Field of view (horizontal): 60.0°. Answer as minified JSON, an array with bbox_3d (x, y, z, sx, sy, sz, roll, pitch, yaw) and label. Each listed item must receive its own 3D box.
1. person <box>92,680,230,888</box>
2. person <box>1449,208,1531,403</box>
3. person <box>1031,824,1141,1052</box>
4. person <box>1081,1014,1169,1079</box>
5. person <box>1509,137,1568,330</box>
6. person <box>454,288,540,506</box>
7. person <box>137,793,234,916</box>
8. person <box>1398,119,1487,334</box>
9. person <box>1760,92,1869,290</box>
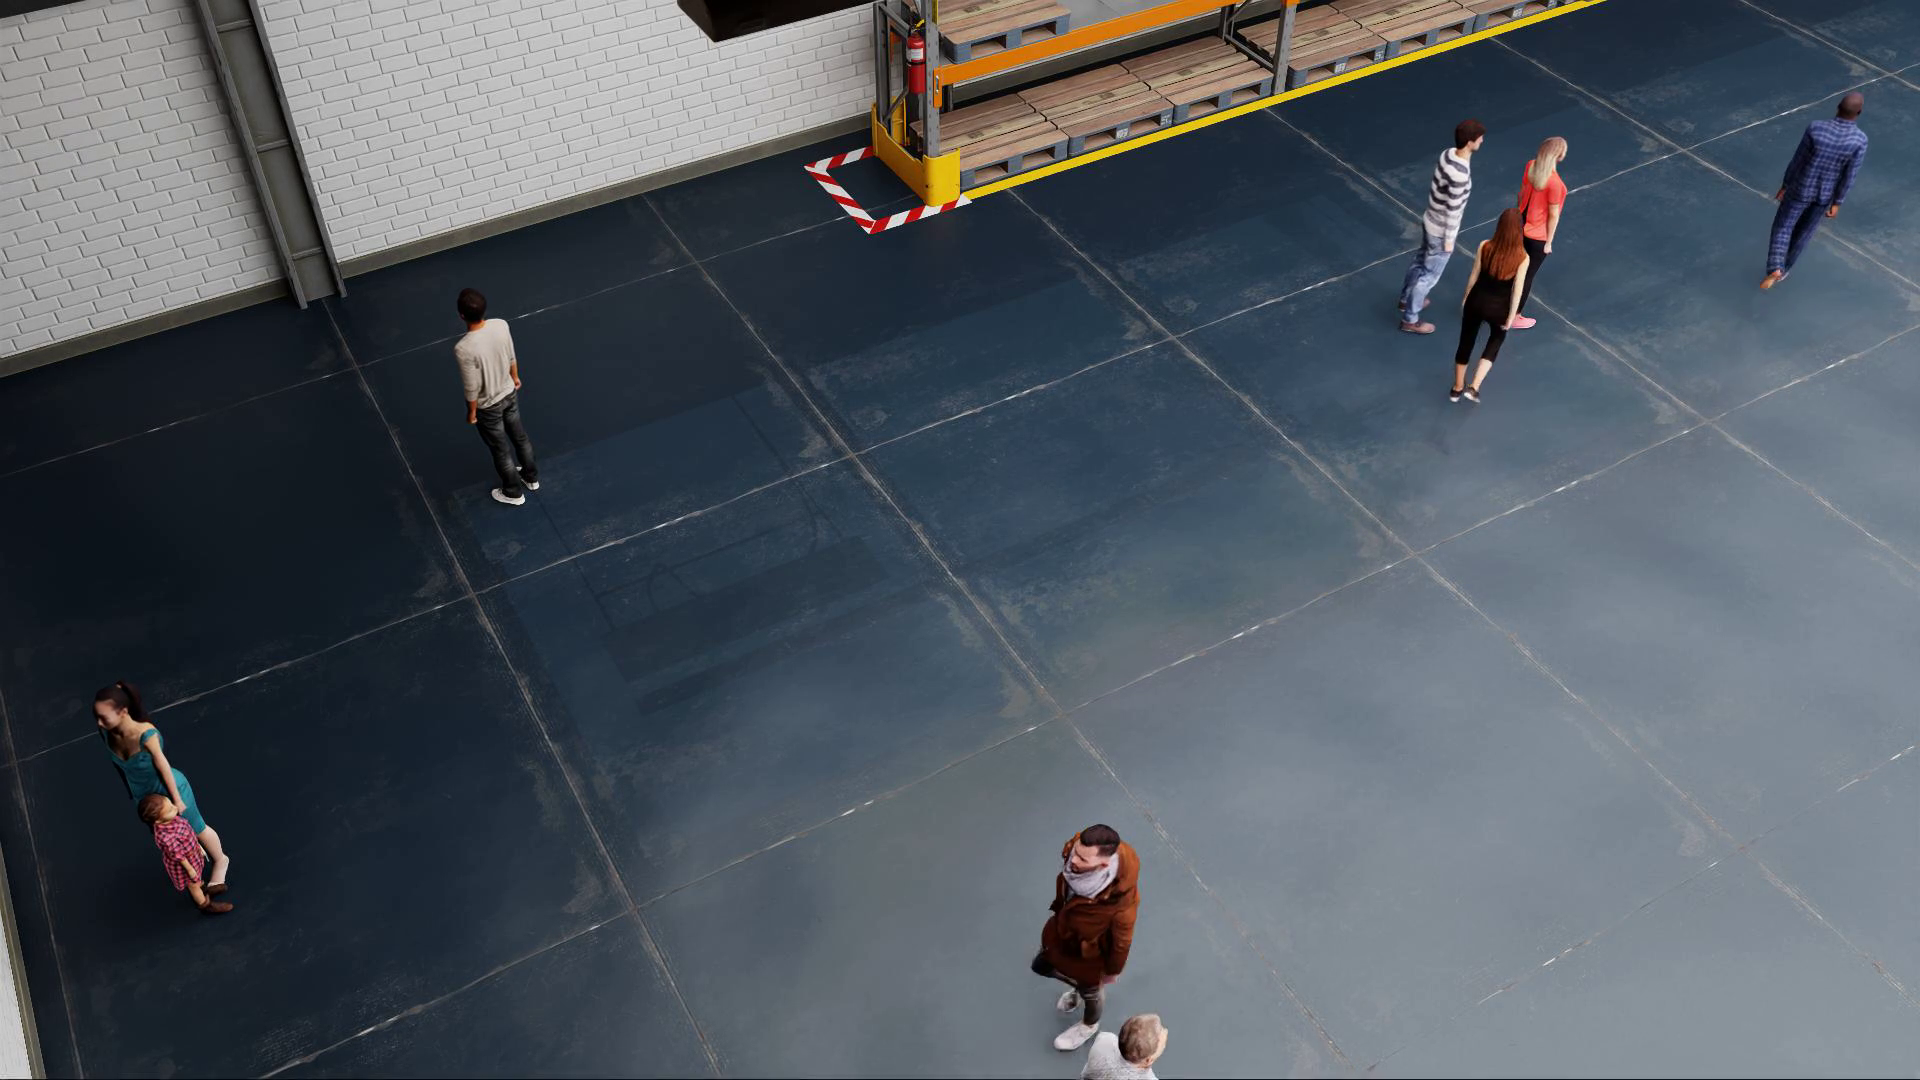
[{"bbox_3d":[-4.499,1.404,9.373,0.600,1.686,0.653,12,45,12],"label":"person"},{"bbox_3d":[3.973,-1.717,12.628,0.733,1.714,0.799,21,48,21],"label":"person"},{"bbox_3d":[0.721,2.017,8.623,0.656,1.832,0.703,-22,48,-21],"label":"person"},{"bbox_3d":[0.685,2.793,7.826,0.678,1.809,0.691,-16,46,-16],"label":"person"},{"bbox_3d":[4.618,-2.503,13.469,0.573,1.693,0.625,-15,46,-15],"label":"person"},{"bbox_3d":[-3.305,-1.017,11.822,0.796,1.812,0.654,23,48,23],"label":"person"},{"bbox_3d":[-4.430,1.780,9.459,0.448,1.022,0.432,-19,47,-19],"label":"person"},{"bbox_3d":[3.854,-2.534,13.393,0.782,1.842,0.759,3,44,3],"label":"person"},{"bbox_3d":[7.015,-2.839,13.740,0.942,1.804,1.044,19,47,19],"label":"person"}]
